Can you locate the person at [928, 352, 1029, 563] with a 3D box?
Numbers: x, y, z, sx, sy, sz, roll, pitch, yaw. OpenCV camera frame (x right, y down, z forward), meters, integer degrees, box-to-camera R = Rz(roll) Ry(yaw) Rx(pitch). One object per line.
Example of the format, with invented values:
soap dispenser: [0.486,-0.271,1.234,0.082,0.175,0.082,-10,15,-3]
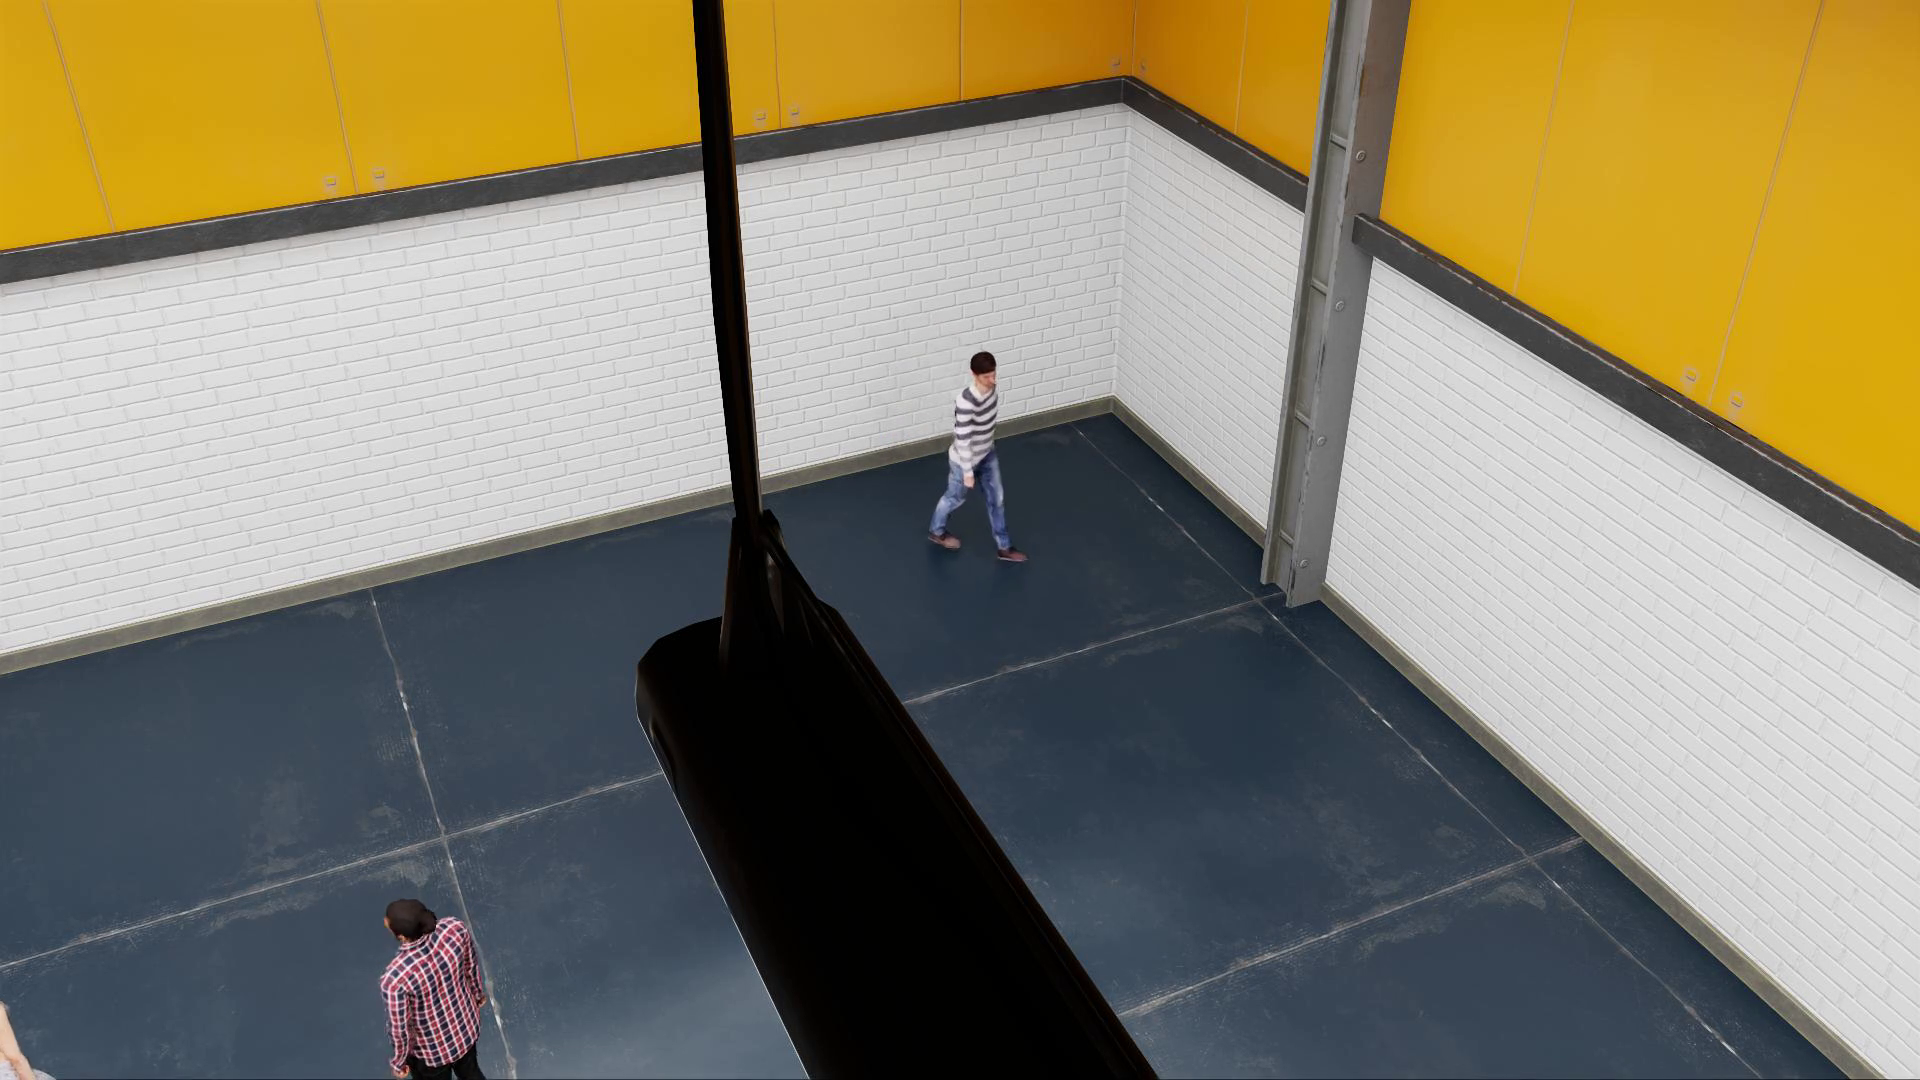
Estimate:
person: [0.023,-0.658,12.501,1.232,1.794,1.034,18,38,25]

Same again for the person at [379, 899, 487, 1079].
person: [-2.512,2.349,8.008,0.846,1.761,0.831,21,39,28]
